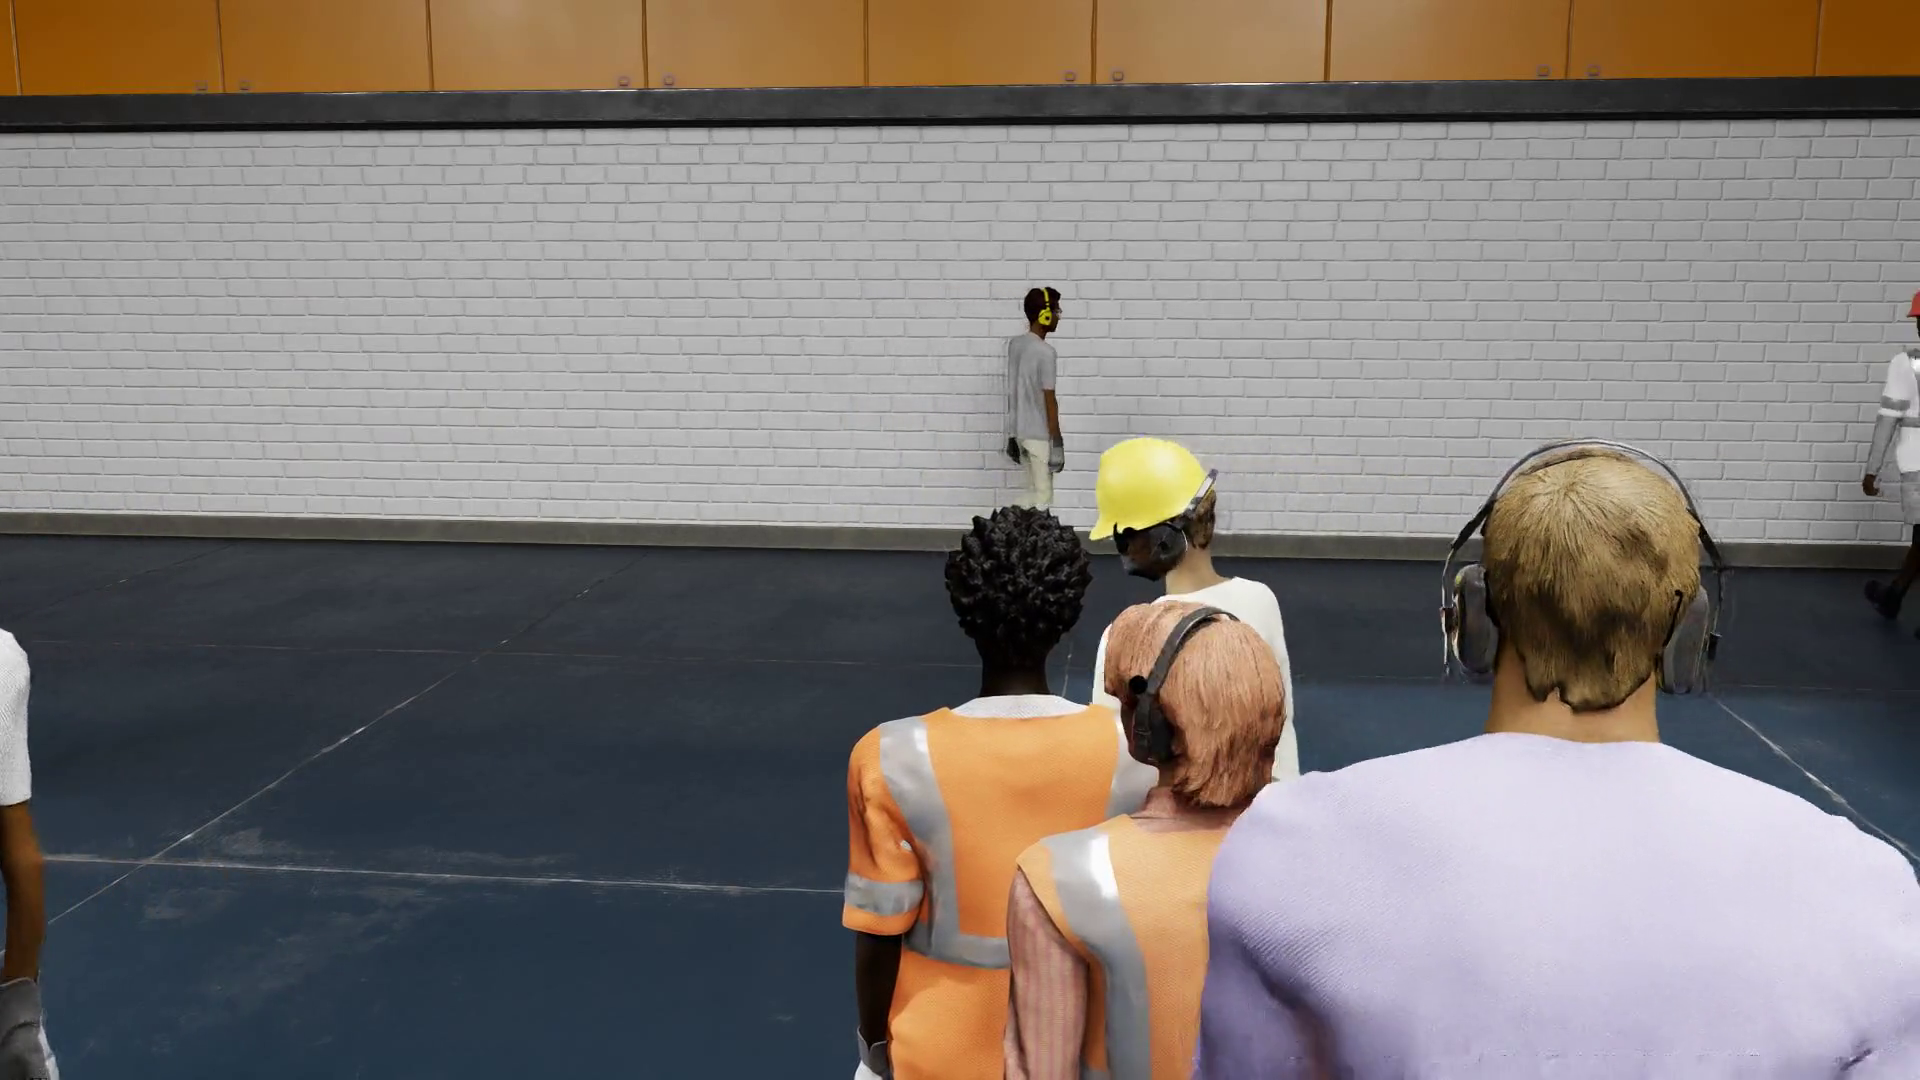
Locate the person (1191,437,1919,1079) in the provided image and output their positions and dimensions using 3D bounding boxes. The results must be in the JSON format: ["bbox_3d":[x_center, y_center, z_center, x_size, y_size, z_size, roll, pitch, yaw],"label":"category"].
[{"bbox_3d":[0.554,0.836,1.725,0.654,1.894,0.969,2,10,10],"label":"person"}]

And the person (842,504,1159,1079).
[{"bbox_3d":[0.086,0.791,2.565,0.540,1.695,0.317,-2,10,-9],"label":"person"}]

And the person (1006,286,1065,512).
[{"bbox_3d":[0.474,-0.628,10.251,0.414,1.853,0.546,-5,11,-26],"label":"person"}]

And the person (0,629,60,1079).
[{"bbox_3d":[-1.562,0.757,2.398,0.583,1.895,0.561,3,10,18],"label":"person"}]

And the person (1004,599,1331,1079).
[{"bbox_3d":[0.296,0.885,2.175,0.522,1.645,0.305,-3,10,-16],"label":"person"}]

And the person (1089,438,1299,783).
[{"bbox_3d":[0.452,0.640,3.415,0.811,1.704,0.533,8,13,38],"label":"person"}]

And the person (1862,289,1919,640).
[{"bbox_3d":[5.166,-0.430,8.974,0.561,1.890,0.994,-1,10,-4],"label":"person"}]
